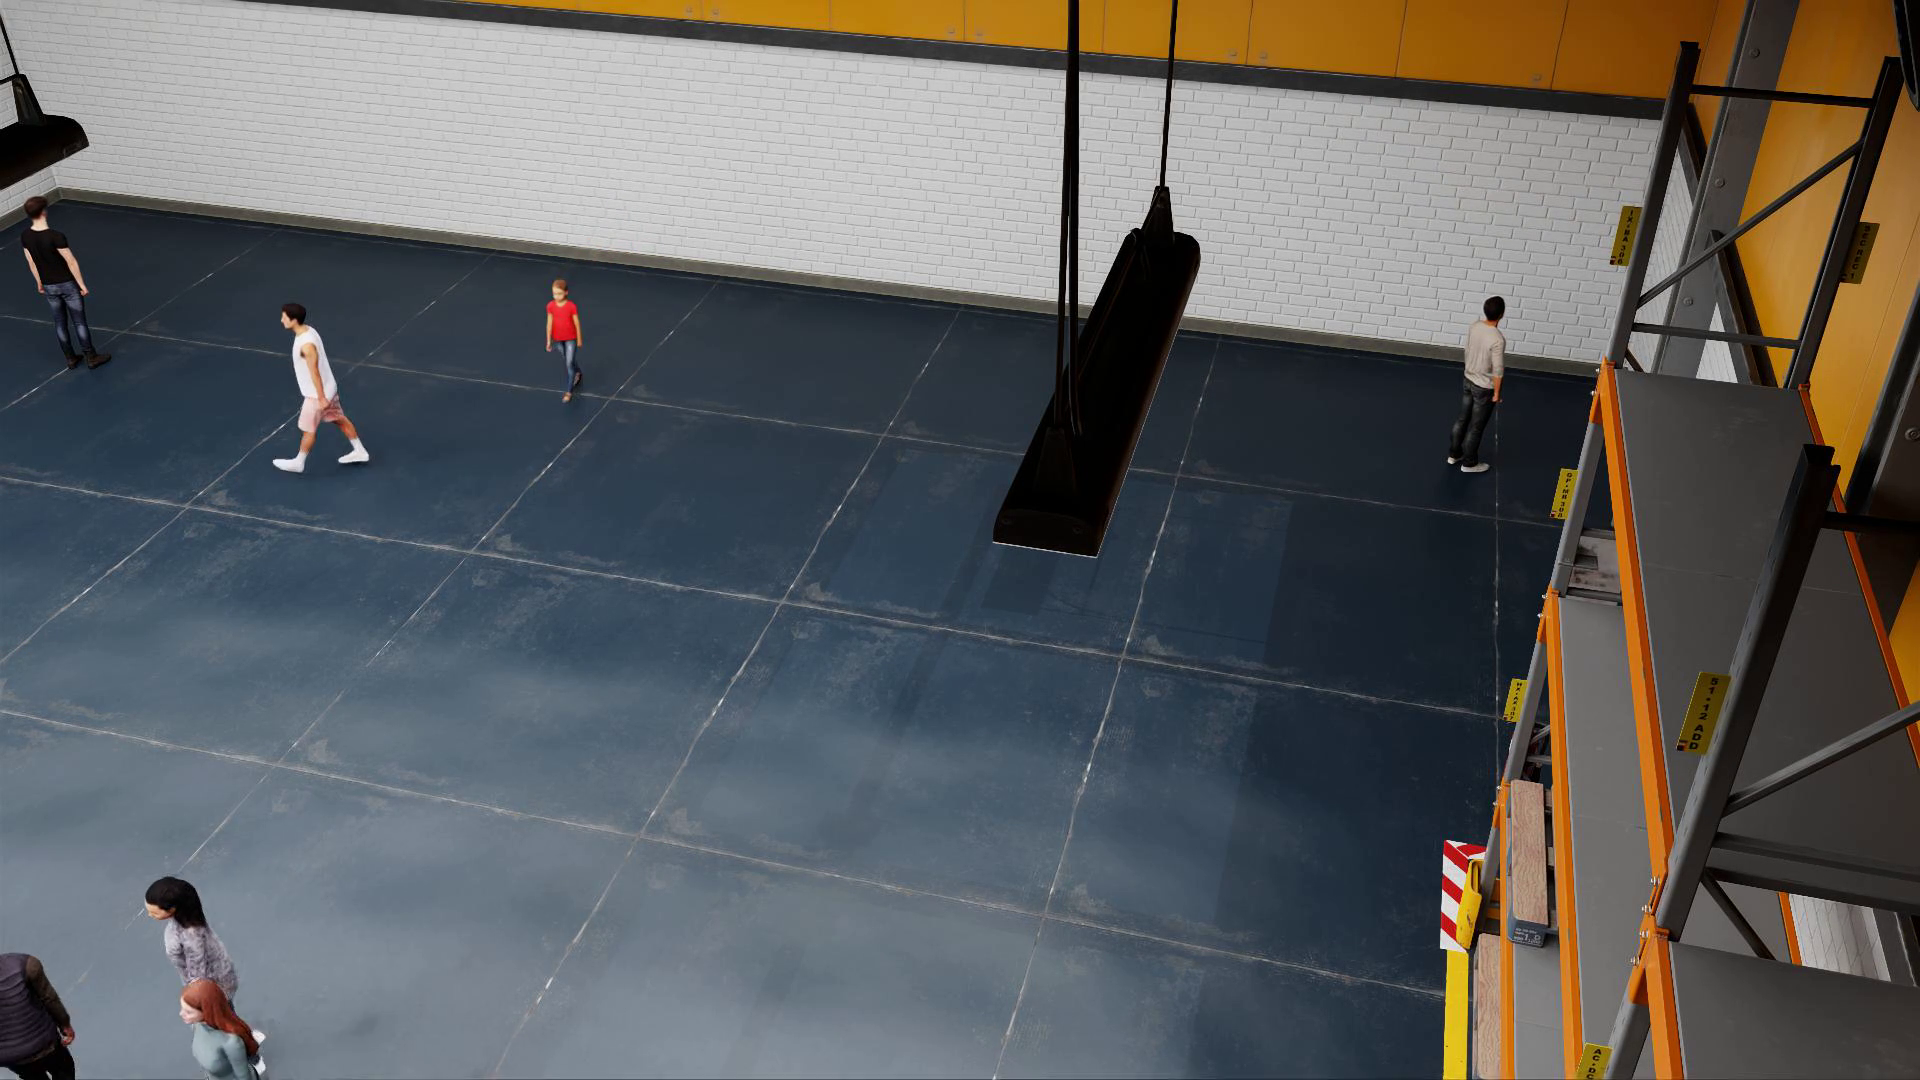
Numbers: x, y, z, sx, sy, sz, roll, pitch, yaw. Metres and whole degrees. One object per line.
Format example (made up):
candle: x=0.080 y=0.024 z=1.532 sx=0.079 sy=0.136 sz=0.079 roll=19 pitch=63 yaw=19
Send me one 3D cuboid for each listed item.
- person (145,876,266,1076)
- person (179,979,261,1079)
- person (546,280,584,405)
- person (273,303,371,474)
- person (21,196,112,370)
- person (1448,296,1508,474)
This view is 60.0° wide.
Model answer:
person: x=-4.350 y=2.572 z=9.832 sx=0.801 sy=1.717 sz=0.749 roll=-20 pitch=38 yaw=-27
person: x=-3.913 y=2.999 z=9.190 sx=1.171 sy=1.717 sz=1.009 roll=-25 pitch=41 yaw=-32
person: x=-4.088 y=-2.124 z=17.291 sx=0.527 sy=1.280 sz=0.914 roll=5 pitch=34 yaw=7
person: x=-6.015 y=-1.438 z=15.844 sx=1.057 sy=1.741 sz=1.133 roll=-9 pitch=35 yaw=-13
person: x=-9.546 y=-2.713 z=17.622 sx=0.725 sy=1.895 sz=0.622 roll=2 pitch=34 yaw=3
person: x=4.956 y=-1.495 z=15.865 sx=0.795 sy=1.811 sz=0.705 roll=-14 pitch=36 yaw=-19
